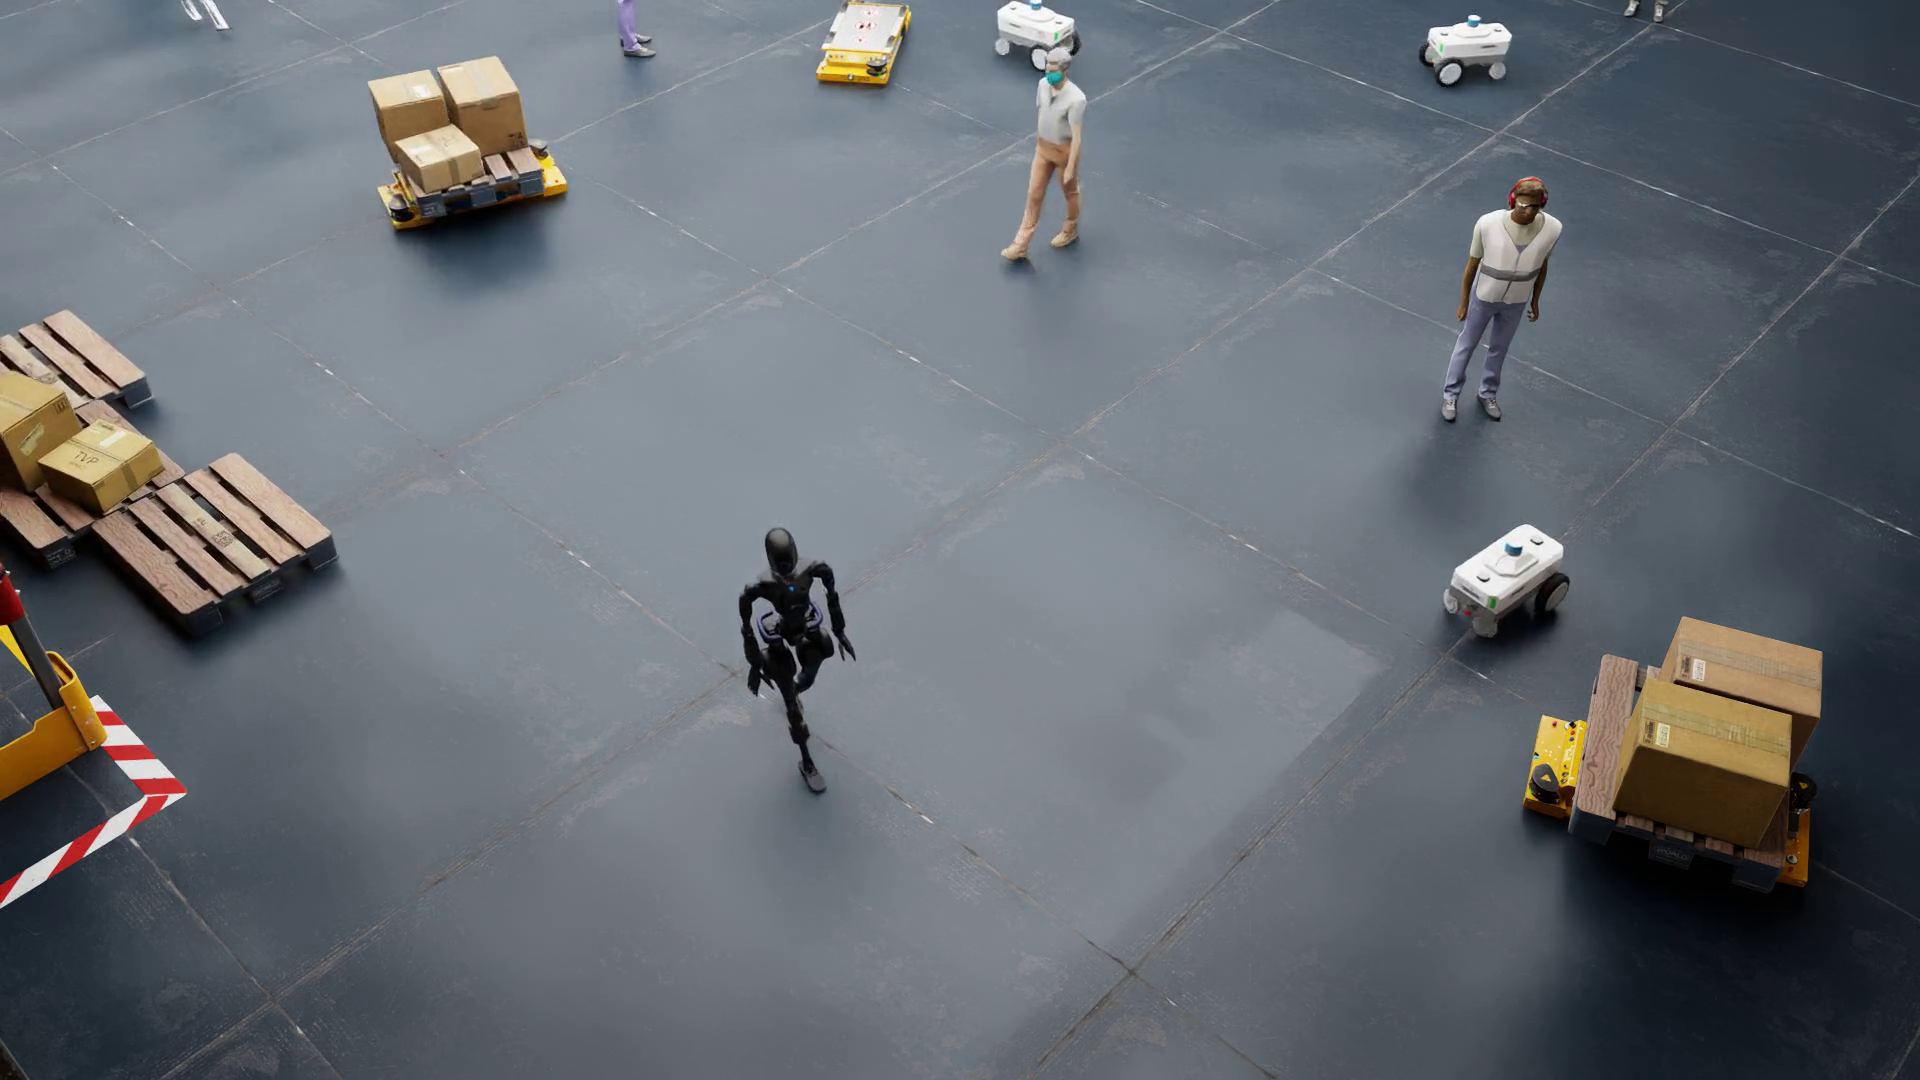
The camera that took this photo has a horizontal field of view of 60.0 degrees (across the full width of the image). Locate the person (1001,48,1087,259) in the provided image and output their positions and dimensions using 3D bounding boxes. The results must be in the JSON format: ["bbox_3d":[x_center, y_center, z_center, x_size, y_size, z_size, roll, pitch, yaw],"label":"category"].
[{"bbox_3d":[0.666,-2.916,12.686,0.512,1.709,0.850,31,51,30],"label":"person"}]

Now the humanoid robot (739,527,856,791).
[{"bbox_3d":[-0.878,0.547,8.913,0.605,1.643,0.788,-18,45,-19],"label":"humanoid robot"}]

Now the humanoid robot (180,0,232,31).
[{"bbox_3d":[-7.371,-5.636,15.694,0.538,1.722,1.013,-31,50,-30],"label":"humanoid robot"}]

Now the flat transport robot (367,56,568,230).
[{"bbox_3d":[-4.055,-2.957,13.813,1.431,0.231,0.659,-18,45,-19],"label":"flat transport robot"}]

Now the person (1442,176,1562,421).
[{"bbox_3d":[3.621,-1.625,11.153,0.563,1.847,0.395,0,42,0],"label":"person"}]

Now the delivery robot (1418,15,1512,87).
[{"bbox_3d":[4.674,-4.540,15.357,0.789,0.593,0.499,-6,42,-7],"label":"delivery robot"}]

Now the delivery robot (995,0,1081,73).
[{"bbox_3d":[0.714,-4.788,15.612,0.745,0.565,0.499,26,48,26],"label":"delivery robot"}]

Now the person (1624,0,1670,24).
[{"bbox_3d":[6.770,-5.904,15.923,0.572,1.830,0.413,15,44,16],"label":"person"}]

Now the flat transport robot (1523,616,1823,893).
[{"bbox_3d":[3.840,1.370,9.003,1.431,0.231,0.659,15,44,16],"label":"flat transport robot"}]

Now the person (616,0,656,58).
[{"bbox_3d":[-3.119,-5.382,15.332,0.373,1.840,0.568,-10,43,-11],"label":"person"}]

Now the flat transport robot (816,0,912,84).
[{"bbox_3d":[-0.901,-4.750,15.806,0.659,0.231,1.431,6,42,6],"label":"flat transport robot"}]

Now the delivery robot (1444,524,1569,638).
[{"bbox_3d":[3.311,0.214,10.084,0.778,0.607,0.524,-29,49,-28],"label":"delivery robot"}]
